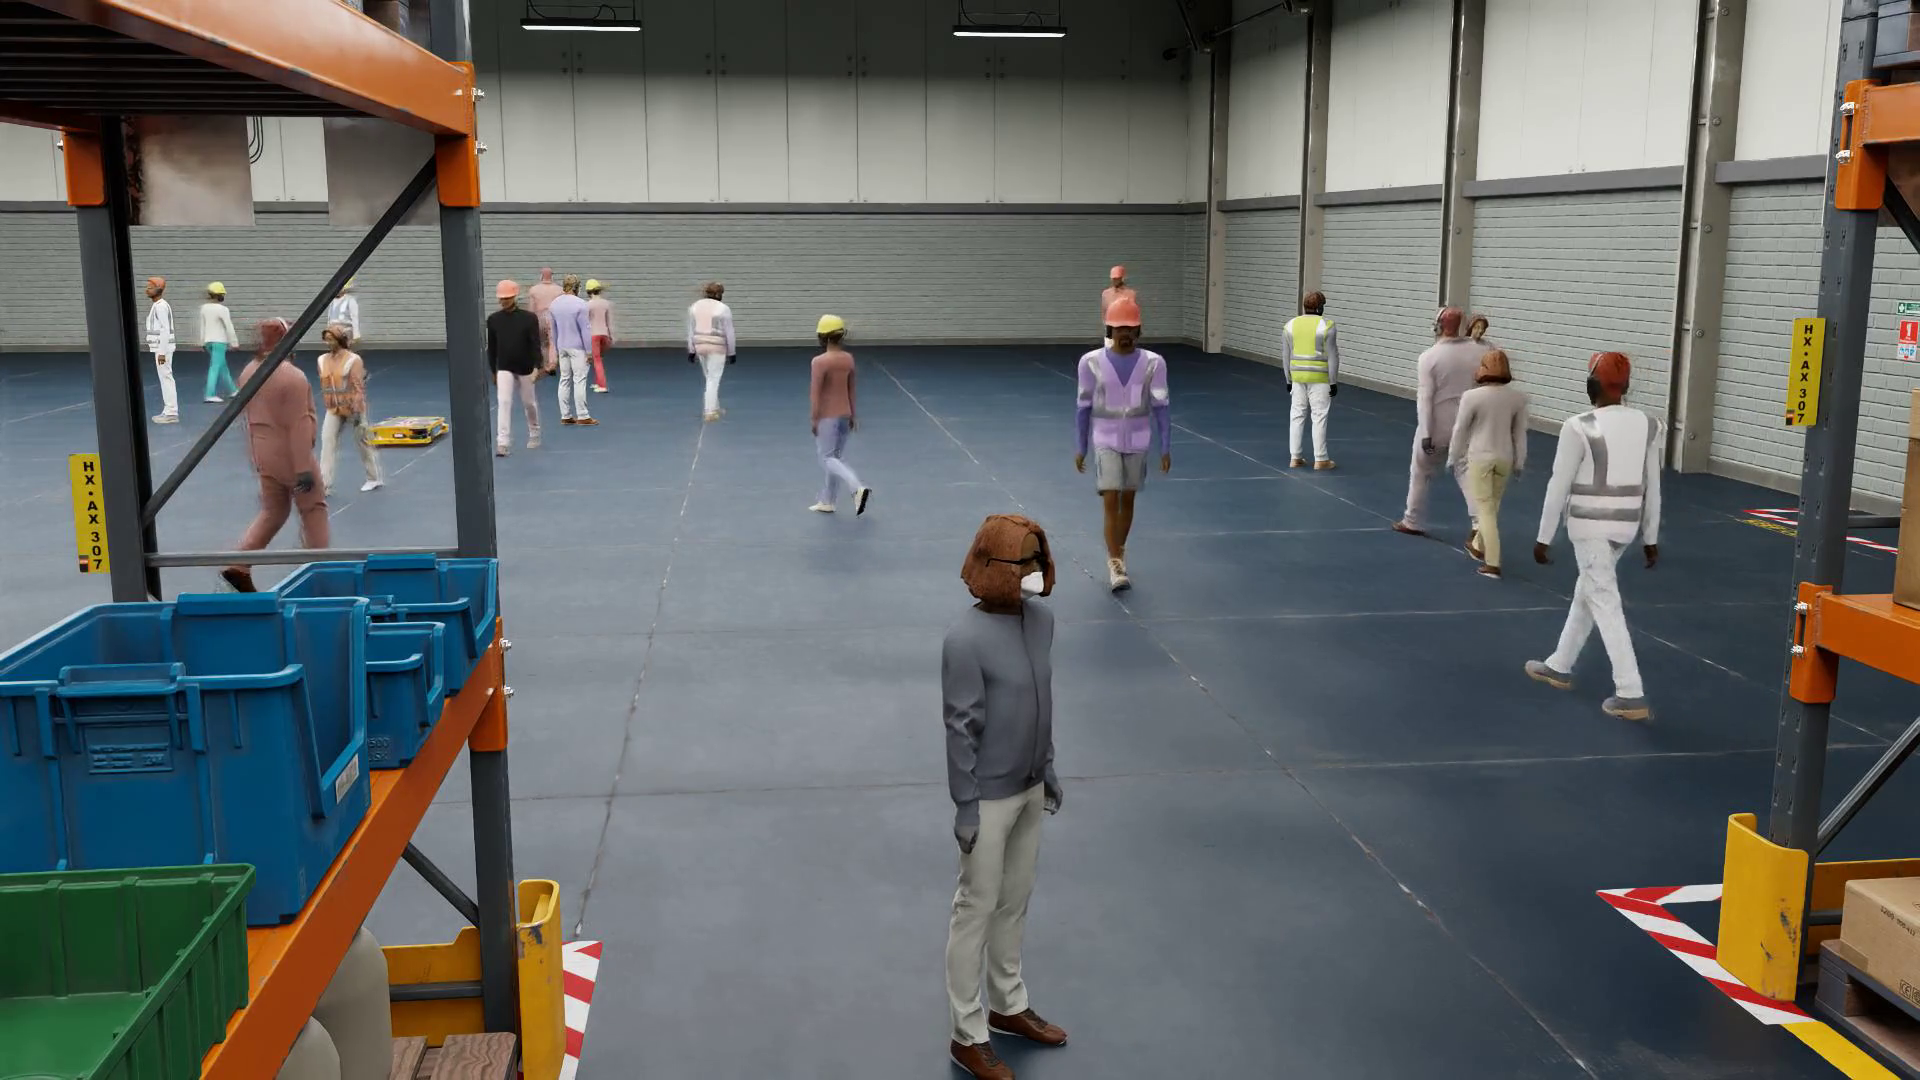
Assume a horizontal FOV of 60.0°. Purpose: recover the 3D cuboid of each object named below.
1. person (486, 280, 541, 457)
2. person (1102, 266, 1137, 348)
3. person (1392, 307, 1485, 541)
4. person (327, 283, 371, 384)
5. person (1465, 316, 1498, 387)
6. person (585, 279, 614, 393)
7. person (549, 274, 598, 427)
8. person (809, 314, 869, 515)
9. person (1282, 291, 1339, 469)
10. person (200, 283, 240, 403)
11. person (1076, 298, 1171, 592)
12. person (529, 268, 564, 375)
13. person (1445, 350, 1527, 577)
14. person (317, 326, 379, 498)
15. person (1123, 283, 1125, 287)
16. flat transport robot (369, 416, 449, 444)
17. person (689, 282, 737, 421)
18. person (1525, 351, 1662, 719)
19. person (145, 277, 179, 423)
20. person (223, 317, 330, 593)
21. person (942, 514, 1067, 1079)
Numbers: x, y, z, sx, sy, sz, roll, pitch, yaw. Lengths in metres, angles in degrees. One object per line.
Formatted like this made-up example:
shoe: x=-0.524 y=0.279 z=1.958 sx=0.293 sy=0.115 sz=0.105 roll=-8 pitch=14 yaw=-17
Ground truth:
person: x=-4.956 y=-1.932 z=18.566 sx=0.618 sy=1.939 sz=1.074 roll=-1 pitch=10 yaw=-3
person: x=2.542 y=-3.368 z=26.392 sx=0.628 sy=1.954 sz=1.003 roll=5 pitch=12 yaw=27
person: x=3.869 y=-0.908 z=13.141 sx=0.640 sy=1.864 sz=0.973 roll=-3 pitch=11 yaw=-17
person: x=-9.778 y=-3.304 z=26.460 sx=0.602 sy=1.798 sz=0.886 roll=7 pitch=12 yaw=34
person: x=5.316 y=-1.516 z=17.200 sx=0.534 sy=1.600 sz=0.781 roll=-1 pitch=10 yaw=-4
person: x=-5.698 y=-3.165 z=25.843 sx=0.740 sy=1.739 sz=0.566 roll=8 pitch=13 yaw=38
person: x=-4.920 y=-2.407 z=21.160 sx=0.629 sy=1.936 sz=0.373 roll=6 pitch=12 yaw=28
person: x=-1.049 y=-1.064 z=14.323 sx=0.713 sy=1.746 sz=0.528 roll=8 pitch=13 yaw=37
person: x=3.663 y=-1.656 z=17.300 sx=0.621 sy=1.845 sz=0.429 roll=9 pitch=14 yaw=40
person: x=-10.759 y=-2.890 z=24.341 sx=0.553 sy=1.725 sz=0.858 roll=6 pitch=12 yaw=29
person: x=1.131 y=-0.663 z=11.459 sx=0.629 sy=1.986 sz=1.040 roll=0 pitch=10 yaw=-3
person: x=-7.181 y=-3.817 z=29.093 sx=0.657 sy=1.865 sz=0.980 roll=-2 pitch=10 yaw=-9
person: x=3.775 y=-0.570 z=12.022 sx=0.503 sy=1.597 sz=0.818 roll=-2 pitch=11 yaw=-12
person: x=-5.739 y=-1.198 z=15.486 sx=0.527 sy=1.580 sz=0.878 roll=3 pitch=11 yaw=14
person: x=2.760 y=-3.663 z=28.871 sx=0.500 sy=1.633 sz=0.279 roll=3 pitch=11 yaw=14
flat transport robot: x=-6.517 y=-1.306 z=19.687 sx=0.652 sy=0.197 sz=1.431 roll=-1 pitch=10 yaw=-6
person: x=-3.190 y=-2.489 z=21.945 sx=0.643 sy=1.813 sz=0.776 roll=6 pitch=12 yaw=28
person: x=3.266 y=-0.046 z=8.504 sx=0.595 sy=1.835 sz=0.978 roll=-4 pitch=11 yaw=-20
person: x=-10.360 y=-2.457 z=21.568 sx=0.345 sy=1.883 sz=0.584 roll=-6 pitch=12 yaw=-28
person: x=-4.528 y=-0.551 z=11.137 sx=0.662 sy=1.883 sz=0.828 roll=7 pitch=13 yaw=35
person: x=0.132 y=0.728 z=4.799 sx=0.278 sy=1.633 sz=0.507 roll=7 pitch=12 yaw=33
